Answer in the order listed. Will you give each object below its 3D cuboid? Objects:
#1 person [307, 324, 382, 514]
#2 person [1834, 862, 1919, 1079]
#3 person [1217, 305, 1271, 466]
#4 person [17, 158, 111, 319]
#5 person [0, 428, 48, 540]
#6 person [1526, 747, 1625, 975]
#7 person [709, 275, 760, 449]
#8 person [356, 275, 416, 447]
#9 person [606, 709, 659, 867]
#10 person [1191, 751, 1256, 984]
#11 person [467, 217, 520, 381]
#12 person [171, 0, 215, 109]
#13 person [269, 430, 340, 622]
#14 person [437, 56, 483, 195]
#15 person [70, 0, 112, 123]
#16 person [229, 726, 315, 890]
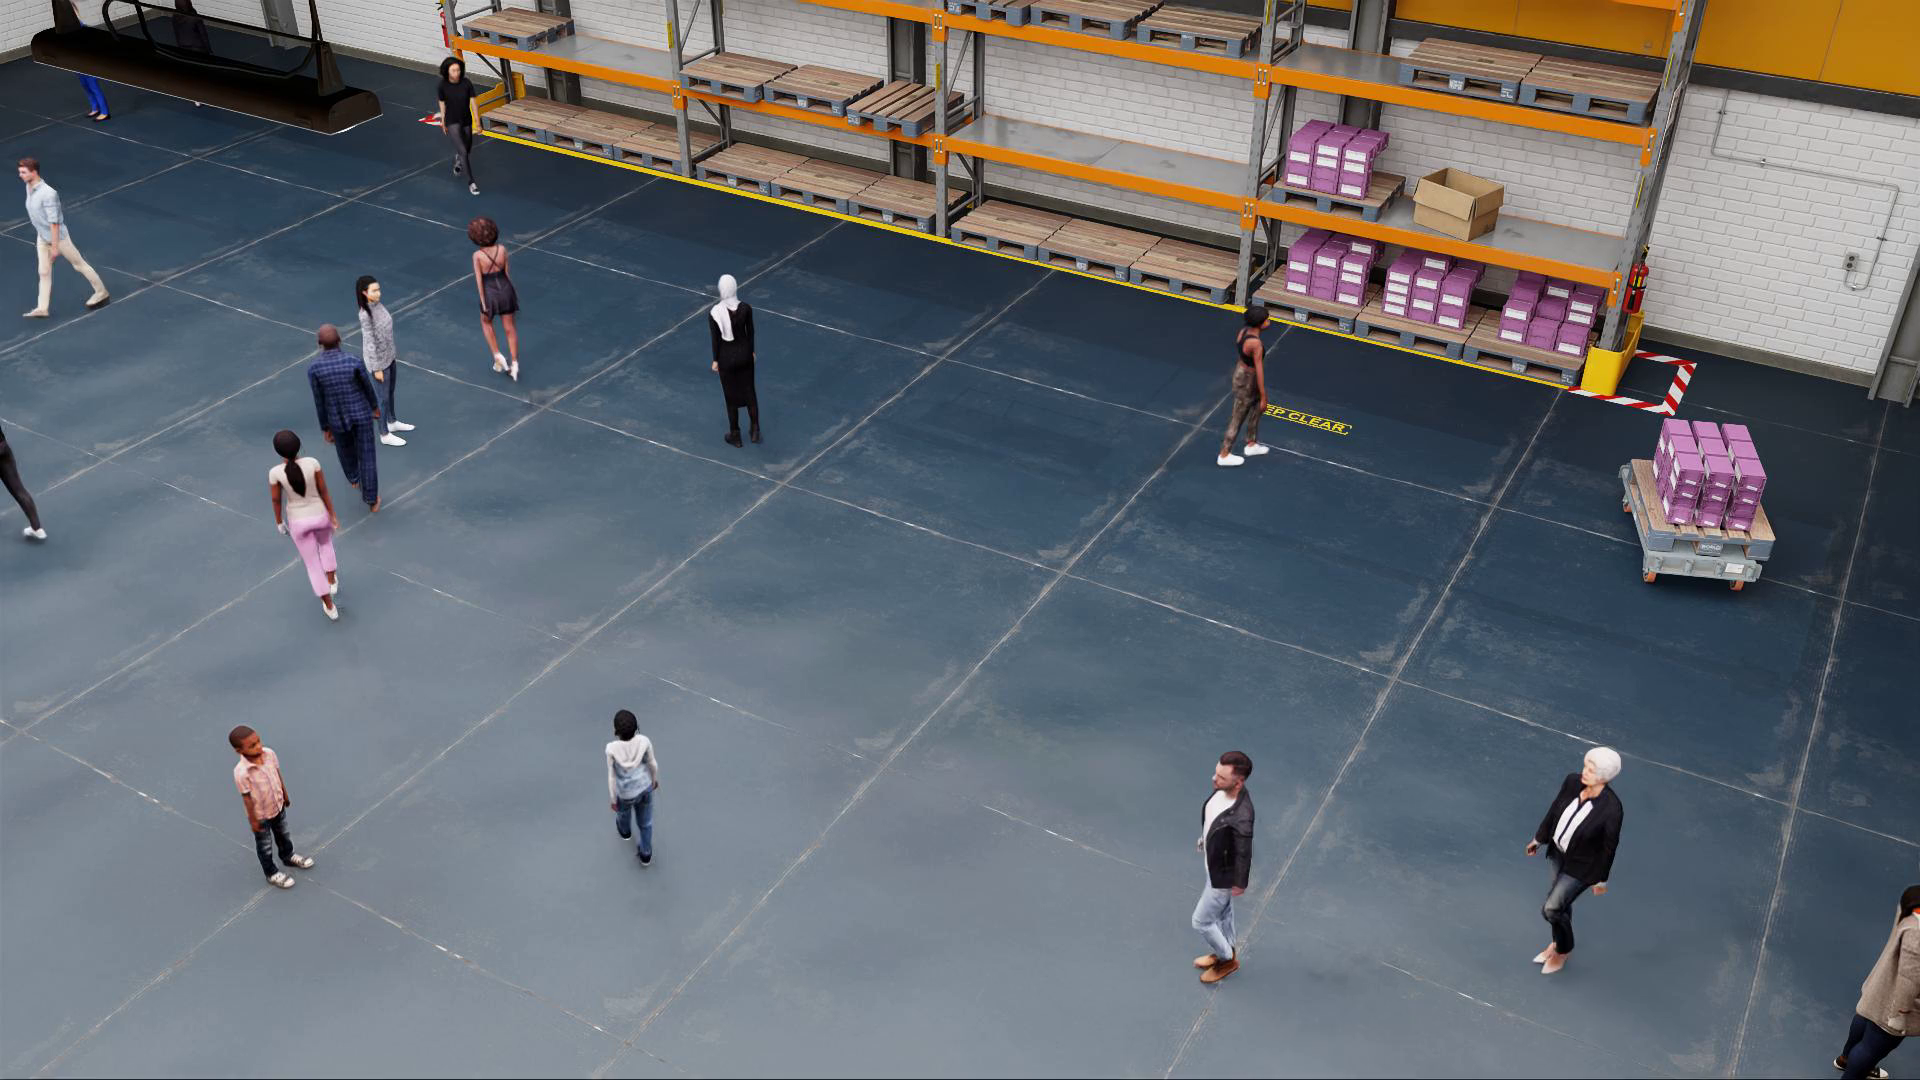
[{"bbox_3d":[-5.523,-1.066,15.087,1.064,1.786,1.135,-9,35,-13],"label":"person"},{"bbox_3d":[5.416,2.538,9.583,0.630,1.875,0.665,18,38,25],"label":"person"},{"bbox_3d":[2.623,-1.442,15.746,0.913,1.682,0.838,-4,34,-6],"label":"person"},{"bbox_3d":[-10.014,-3.385,18.567,1.153,1.796,0.798,21,39,29],"label":"person"},{"bbox_3d":[-8.500,-0.707,14.675,1.102,1.643,0.611,18,38,25],"label":"person"},{"bbox_3d":[3.922,2.029,10.466,0.825,1.772,0.861,-7,34,-11],"label":"person"},{"bbox_3d":[-2.166,-1.728,16.087,0.689,1.780,0.705,-16,37,-22],"label":"person"},{"bbox_3d":[-5.640,-1.772,16.199,0.686,1.732,0.693,1,34,1],"label":"person"},{"bbox_3d":[-2.234,1.722,11.384,0.738,1.242,0.818,-12,35,-17],"label":"person"},{"bbox_3d":[1.737,2.030,10.391,0.765,1.827,0.752,-1,34,-1],"label":"person"},{"bbox_3d":[-4.739,-2.454,17.186,0.678,1.774,0.736,-20,39,-28],"label":"person"},{"bbox_3d":[-11.255,-7.184,24.447,0.720,1.613,0.813,1,34,1],"label":"person"},{"bbox_3d":[-5.334,-0.093,13.683,0.835,1.720,0.965,-19,38,-26],"label":"person"},{"bbox_3d":[-6.574,-5.462,21.712,1.000,1.773,1.214,-18,37,-25],"label":"person"},{"bbox_3d":[-12.623,-6.911,23.959,0.543,1.699,0.723,26,42,34],"label":"person"},{"bbox_3d":[-4.705,1.783,11.234,0.500,1.306,0.502,14,36,20],"label":"person"}]
